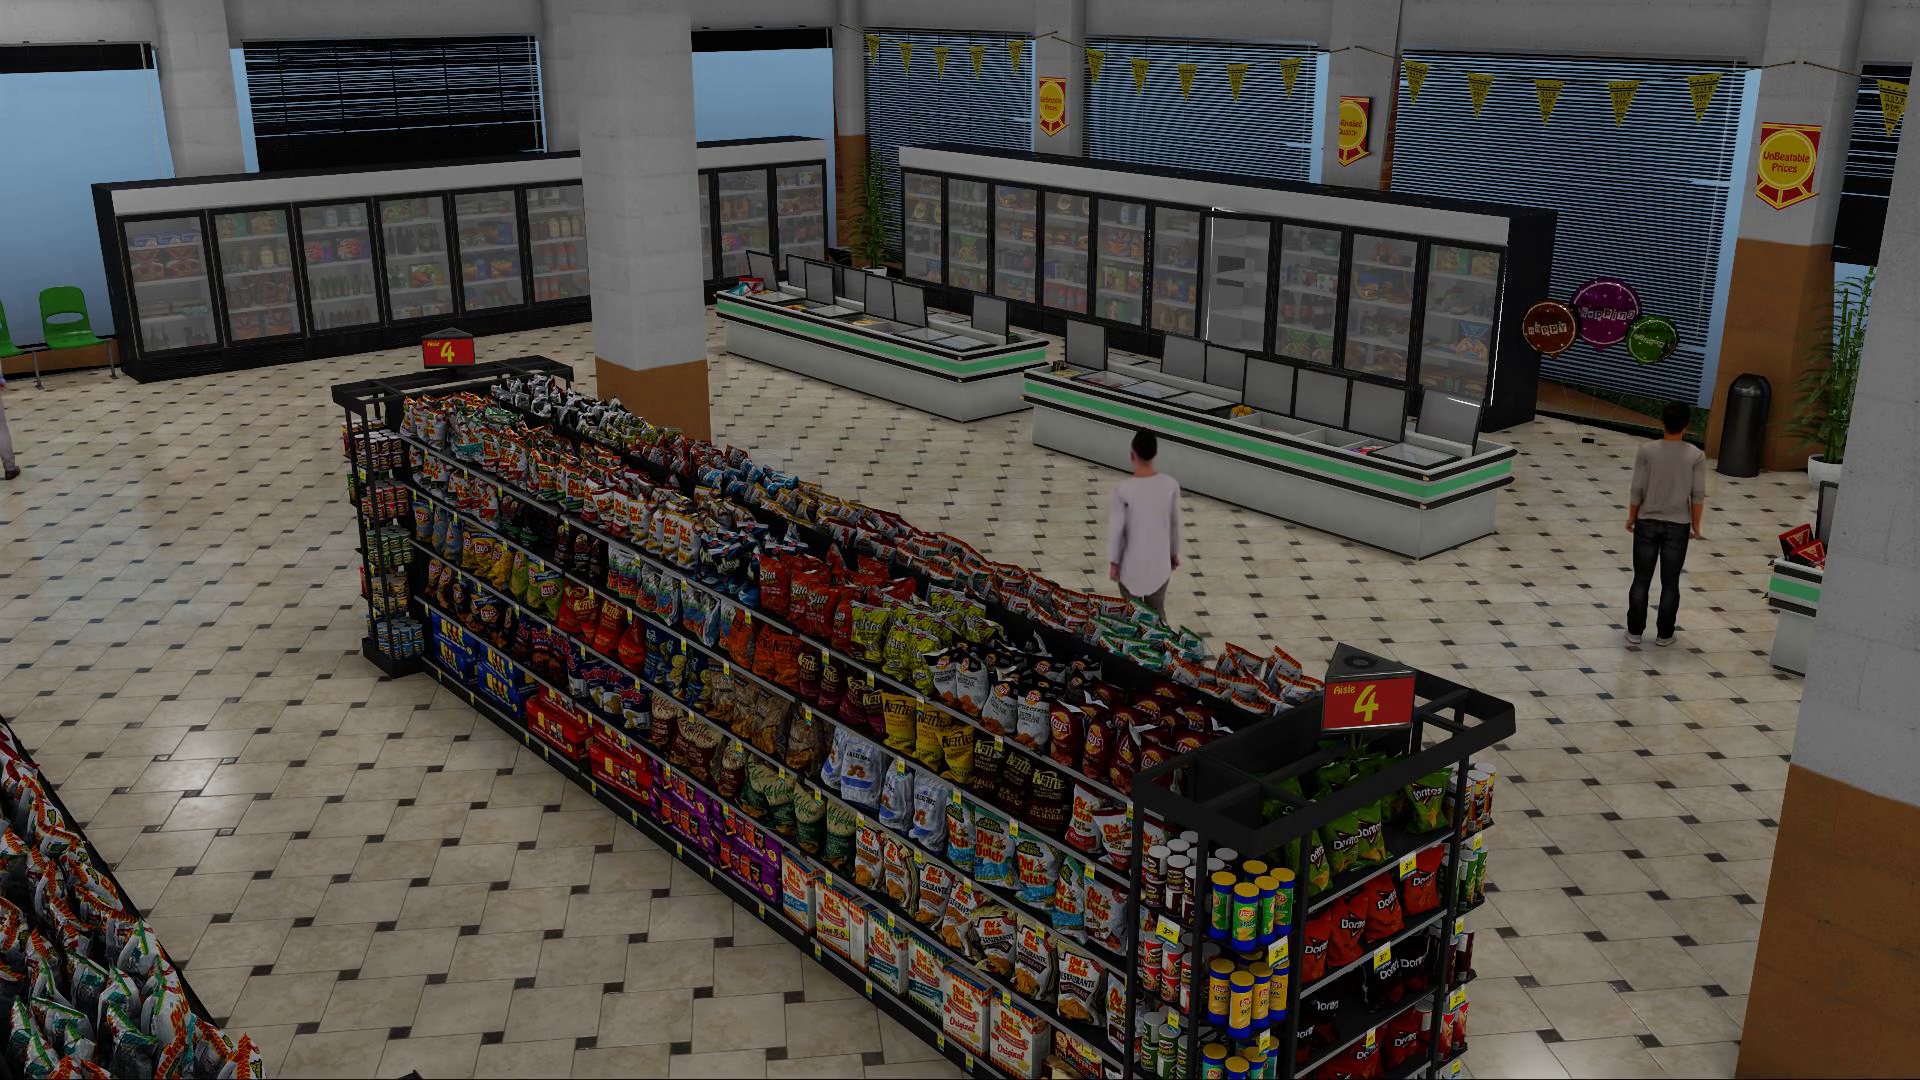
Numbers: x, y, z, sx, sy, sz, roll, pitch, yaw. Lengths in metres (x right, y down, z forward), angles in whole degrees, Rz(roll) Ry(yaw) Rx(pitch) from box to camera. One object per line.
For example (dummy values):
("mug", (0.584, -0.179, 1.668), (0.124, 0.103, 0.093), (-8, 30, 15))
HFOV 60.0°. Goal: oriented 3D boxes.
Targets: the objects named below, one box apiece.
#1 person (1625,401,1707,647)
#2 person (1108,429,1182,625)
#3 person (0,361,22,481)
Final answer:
("person", (5.074, -0.118, 11.998), (0.645, 1.809, 0.795), (9, 20, 24))
("person", (1.265, 0.169, 11.117), (0.866, 1.828, 0.964), (-5, 19, -16))
("person", (-9.445, -1.495, 15.953), (0.702, 1.892, 0.612), (-11, 22, -30))
